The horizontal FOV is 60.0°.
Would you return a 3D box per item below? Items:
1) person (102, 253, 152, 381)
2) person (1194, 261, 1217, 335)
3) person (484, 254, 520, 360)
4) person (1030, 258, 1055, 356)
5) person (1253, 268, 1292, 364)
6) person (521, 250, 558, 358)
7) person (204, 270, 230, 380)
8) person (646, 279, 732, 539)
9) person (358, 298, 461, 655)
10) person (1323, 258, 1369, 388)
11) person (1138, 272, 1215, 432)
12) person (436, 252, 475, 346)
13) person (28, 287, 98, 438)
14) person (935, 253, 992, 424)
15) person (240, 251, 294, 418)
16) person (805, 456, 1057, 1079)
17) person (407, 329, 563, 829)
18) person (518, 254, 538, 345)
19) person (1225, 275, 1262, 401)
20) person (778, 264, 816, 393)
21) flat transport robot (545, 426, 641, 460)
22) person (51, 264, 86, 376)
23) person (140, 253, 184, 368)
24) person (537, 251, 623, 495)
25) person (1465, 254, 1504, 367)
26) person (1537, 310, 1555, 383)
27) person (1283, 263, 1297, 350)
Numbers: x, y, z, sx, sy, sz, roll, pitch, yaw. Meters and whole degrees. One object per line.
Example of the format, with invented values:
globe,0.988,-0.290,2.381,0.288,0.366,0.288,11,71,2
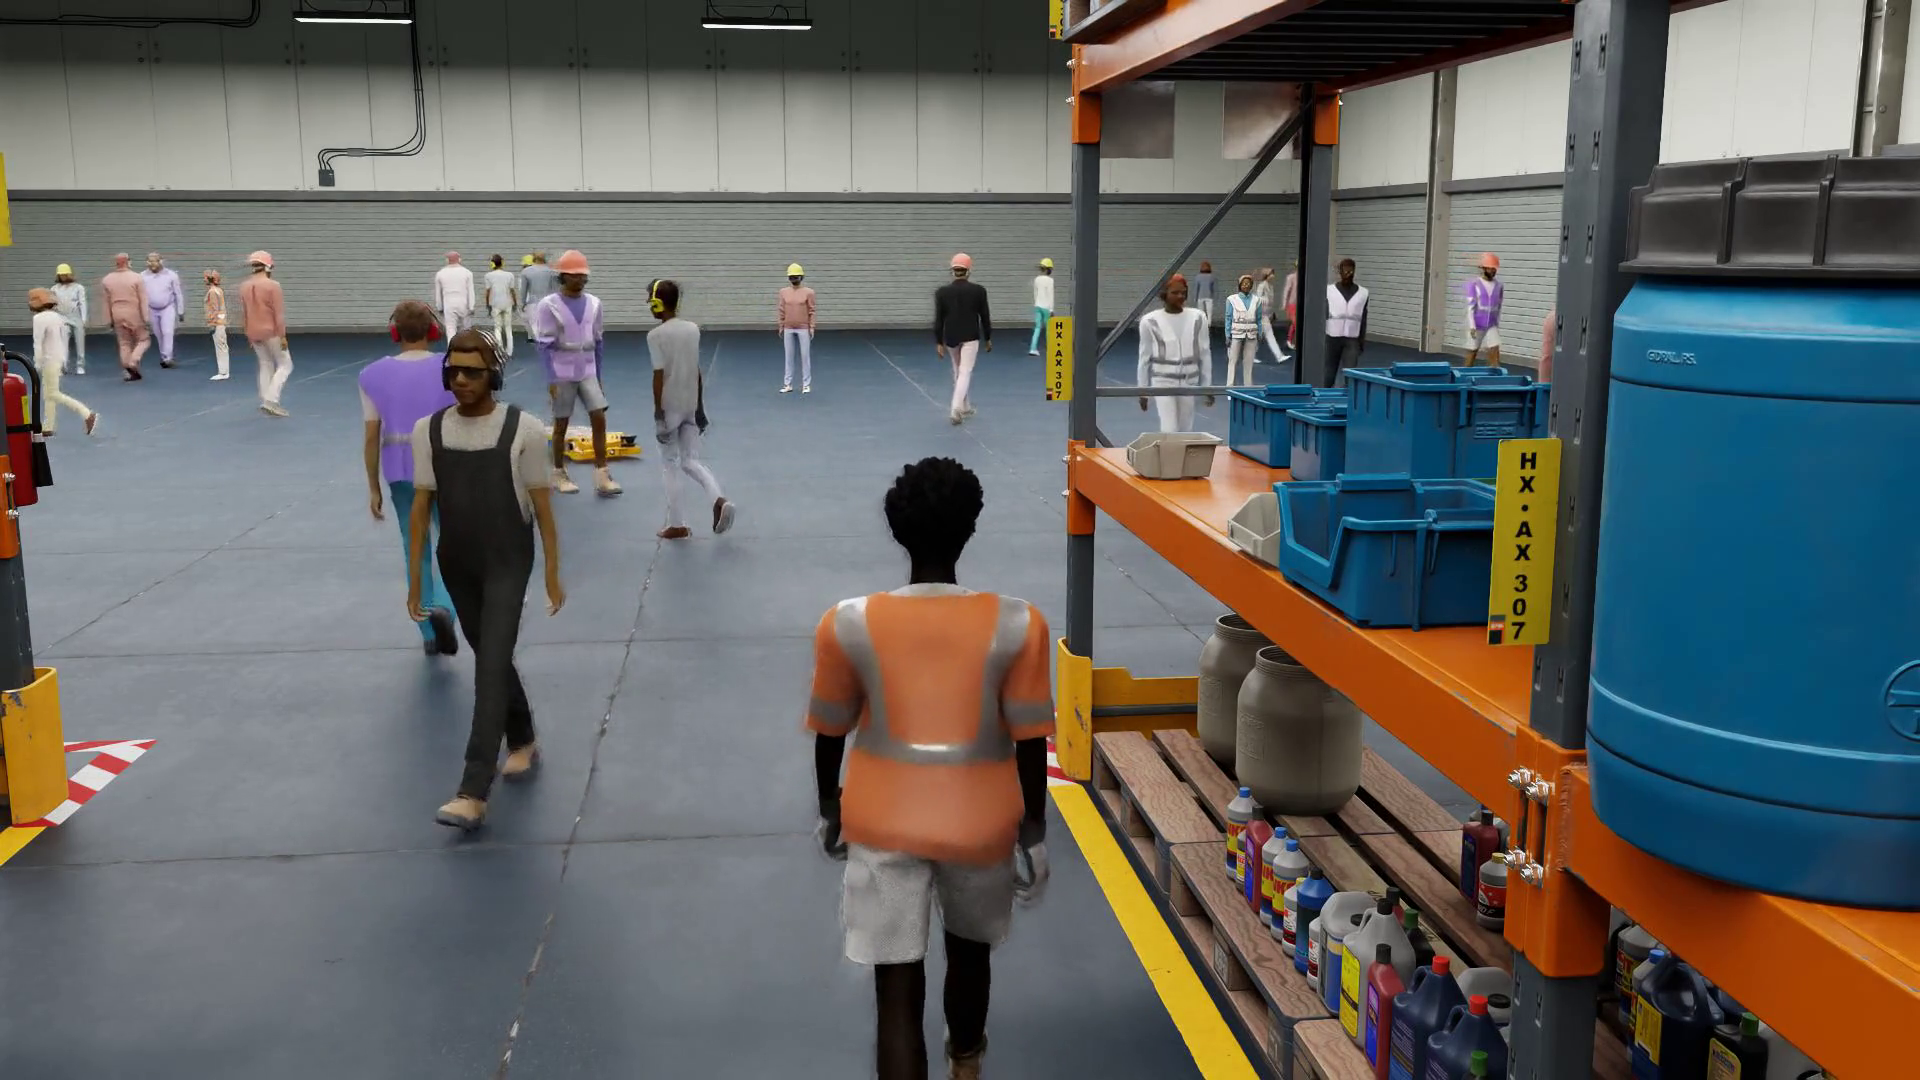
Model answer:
person,-12.286,-3.288,24.602,0.675,1.888,0.424,1,10,5
person,5.262,-5.179,35.712,0.509,1.617,0.607,2,10,9
person,-7.923,-4.024,28.819,0.557,1.838,0.410,-3,11,-14
person,1.515,-4.163,29.814,0.436,1.774,0.536,-7,13,-34
person,5.206,-3.751,27.928,0.831,1.591,0.541,5,12,26
person,-7.463,-4.202,29.591,0.630,1.910,0.886,-5,12,-27
person,-11.124,-3.213,24.883,0.312,1.642,0.512,-3,11,-15
person,-1.922,-0.888,11.585,0.584,1.847,0.555,8,13,36
person,-2.692,-0.294,8.359,0.579,1.827,0.556,-2,11,-11
person,4.572,-2.426,19.914,0.599,1.888,0.944,0,10,1
person,1.733,-1.265,13.644,0.589,1.859,0.880,-2,11,-13
person,-8.684,-4.025,28.716,0.657,1.858,0.888,-1,10,-7
person,-9.567,-1.873,17.623,0.681,1.605,0.518,-1,10,-7
person,0.022,-2.327,19.220,0.604,1.950,1.040,4,11,20
person,-8.149,-2.413,19.591,0.631,1.972,0.439,5,11,24
person,-0.068,0.631,3.768,0.551,1.644,0.861,0,10,0
person,-1.791,0.115,6.215,0.527,1.793,0.994,1,10,7
person,-8.500,-4.745,32.875,0.620,1.786,0.468,9,14,42
person,3.699,-2.638,21.736,0.513,1.641,0.307,-2,11,-11
person,-2.241,-2.885,22.755,0.537,1.765,0.329,2,11,11
flat transport robot,-3.818,-0.972,16.354,0.652,0.197,1.431,-10,14,-44
person,-13.710,-3.374,25.600,0.496,1.702,0.887,-3,11,-17
person,-12.915,-3.673,26.795,0.650,1.857,1.005,-1,10,-8
person,-3.123,-1.344,13.631,0.625,2.010,0.894,-8,13,-39
person,7.113,-2.892,22.443,0.550,1.887,0.975,-2,10,-8
person,4.711,-1.100,12.619,0.647,1.892,0.442,3,11,18
person,6.361,-4.440,31.302,0.556,1.745,0.444,-5,11,-24
